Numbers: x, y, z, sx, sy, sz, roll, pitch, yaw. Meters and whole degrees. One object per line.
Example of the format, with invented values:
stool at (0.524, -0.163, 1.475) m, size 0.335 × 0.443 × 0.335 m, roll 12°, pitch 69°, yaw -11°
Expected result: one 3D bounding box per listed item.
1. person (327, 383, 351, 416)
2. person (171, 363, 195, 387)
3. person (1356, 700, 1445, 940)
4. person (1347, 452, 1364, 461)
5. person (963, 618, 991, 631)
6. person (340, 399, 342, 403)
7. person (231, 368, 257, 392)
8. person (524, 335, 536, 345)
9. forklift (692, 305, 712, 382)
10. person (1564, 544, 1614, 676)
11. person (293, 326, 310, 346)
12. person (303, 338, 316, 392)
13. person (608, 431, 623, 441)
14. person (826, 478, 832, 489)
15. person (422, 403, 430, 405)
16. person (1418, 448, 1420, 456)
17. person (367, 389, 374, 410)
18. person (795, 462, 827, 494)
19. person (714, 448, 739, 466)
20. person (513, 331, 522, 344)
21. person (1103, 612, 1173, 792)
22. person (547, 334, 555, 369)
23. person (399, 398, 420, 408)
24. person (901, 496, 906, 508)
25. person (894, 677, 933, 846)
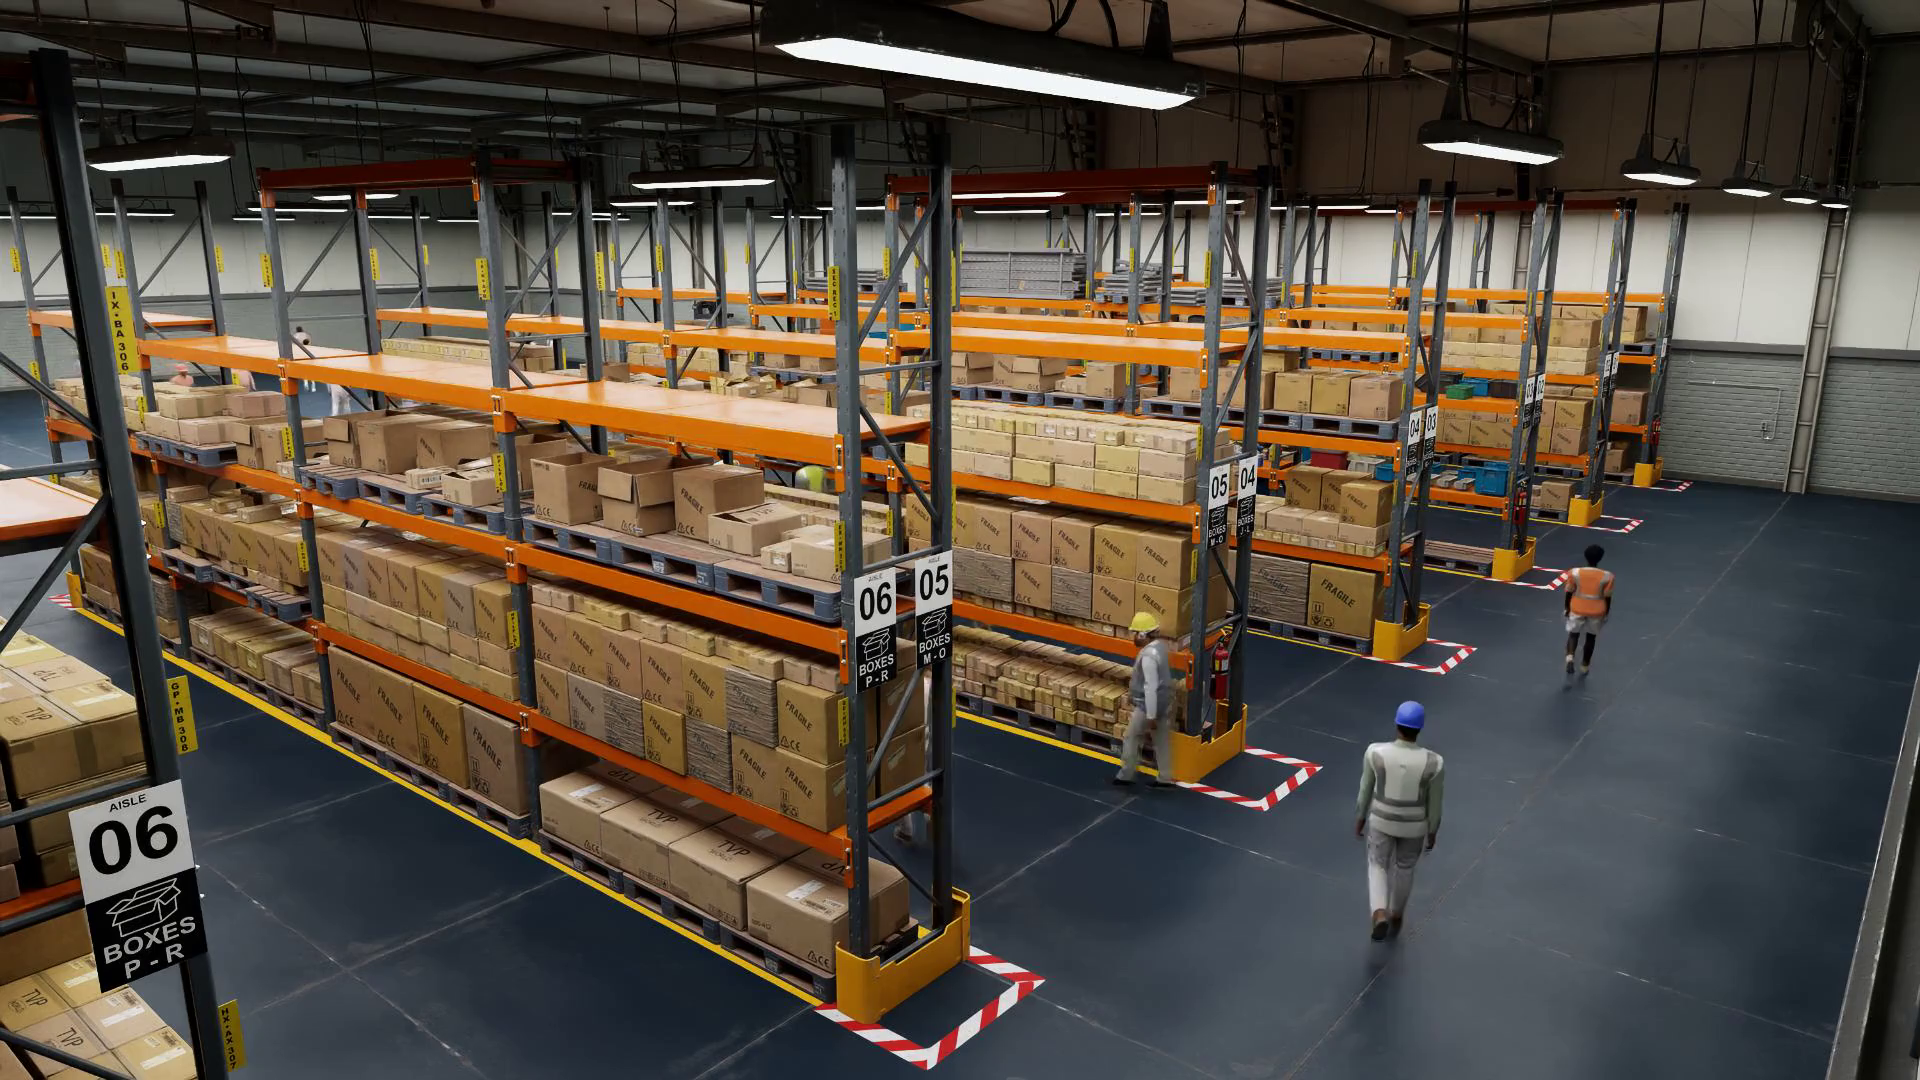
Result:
person at (-17.978, -4.302, 36.451) m, size 0.645 × 1.868 × 0.932 m, roll -2°, pitch 14°, yaw -10°
person at (-21.343, -3.890, 34.582) m, size 0.904 × 1.954 × 0.652 m, roll 7°, pitch 16°, yaw 28°
person at (3.370, 2.175, 9.665) m, size 0.622 × 1.925 × 0.662 m, roll 5°, pitch 14°, yaw 19°
person at (7.723, -1.531, 25.168) m, size 0.824 × 1.798 × 0.629 m, roll 7°, pitch 15°, yaw 26°
person at (0.235, 0.303, 17.168) m, size 0.618 × 2.022 × 0.616 m, roll -12°, pitch 18°, yaw -40°
person at (-20.177, -5.336, 40.912) m, size 0.557 × 1.751 × 0.363 m, roll -3°, pitch 14°, yaw -11°
person at (-21.139, -4.456, 37.064) m, size 0.960 × 1.870 × 0.635 m, roll 7°, pitch 15°, yaw 27°
person at (-15.655, -6.507, 45.621) m, size 0.638 × 1.819 × 0.667 m, roll 5°, pitch 14°, yaw 18°
forklift at (-9.511, -7.392, 47.124) m, size 1.873 × 2.768 × 1.129 m, roll 11°, pitch 17°, yaw 38°
person at (7.710, 0.886, 15.486) m, size 0.540 × 1.682 × 0.540 m, roll 8°, pitch 16°, yaw 30°
person at (-26.121, -7.563, 49.948) m, size 0.638 × 1.818 × 0.701 m, roll -11°, pitch 18°, yaw -39°
person at (-22.627, -6.076, 43.765) m, size 0.516 × 1.856 × 0.551 m, roll -3°, pitch 14°, yaw -11°
person at (-8.439, -2.909, 30.824) m, size 0.594 × 1.819 × 0.409 m, roll -1°, pitch 14°, yaw -4°
person at (-2.760, -1.696, 25.534) m, size 0.610 × 1.961 × 0.889 m, roll -8°, pitch 16°, yaw -31°
person at (-14.844, -3.898, 35.270) m, size 0.353 × 1.621 × 0.534 m, roll 10°, pitch 17°, yaw 35°
person at (10.172, -2.247, 27.939) m, size 0.639 × 1.882 × 1.026 m, roll -9°, pitch 16°, yaw -33°
person at (-16.141, -4.004, 35.010) m, size 0.652 × 1.969 × 0.476 m, roll -11°, pitch 17°, yaw -37°
person at (-2.480, -0.585, 21.253) m, size 0.652 × 1.819 × 0.677 m, roll -12°, pitch 18°, yaw -41°
person at (-4.036, -0.744, 21.762) m, size 0.339 × 1.882 × 0.581 m, roll 11°, pitch 17°, yaw 37°
person at (-18.619, -8.293, 53.007) m, size 0.338 × 1.804 × 0.650 m, roll -5°, pitch 14°, yaw -18°
person at (1.770, 1.585, 12.360) m, size 0.791 × 1.793 × 0.599 m, roll 6°, pitch 15°, yaw 23°
person at (-16.514, -7.908, 51.102) m, size 0.389 × 1.948 × 0.605 m, roll 8°, pitch 16°, yaw 30°
person at (-14.338, -3.435, 32.817) m, size 0.553 × 1.900 × 0.988 m, roll -11°, pitch 17°, yaw -37°
person at (-0.913, 0.084, 18.971) m, size 0.513 × 1.587 × 0.881 m, roll -12°, pitch 18°, yaw -41°
person at (-0.444, 1.839, 11.173) m, size 0.580 × 1.865 × 0.460 m, roll -8°, pitch 16°, yaw -29°
